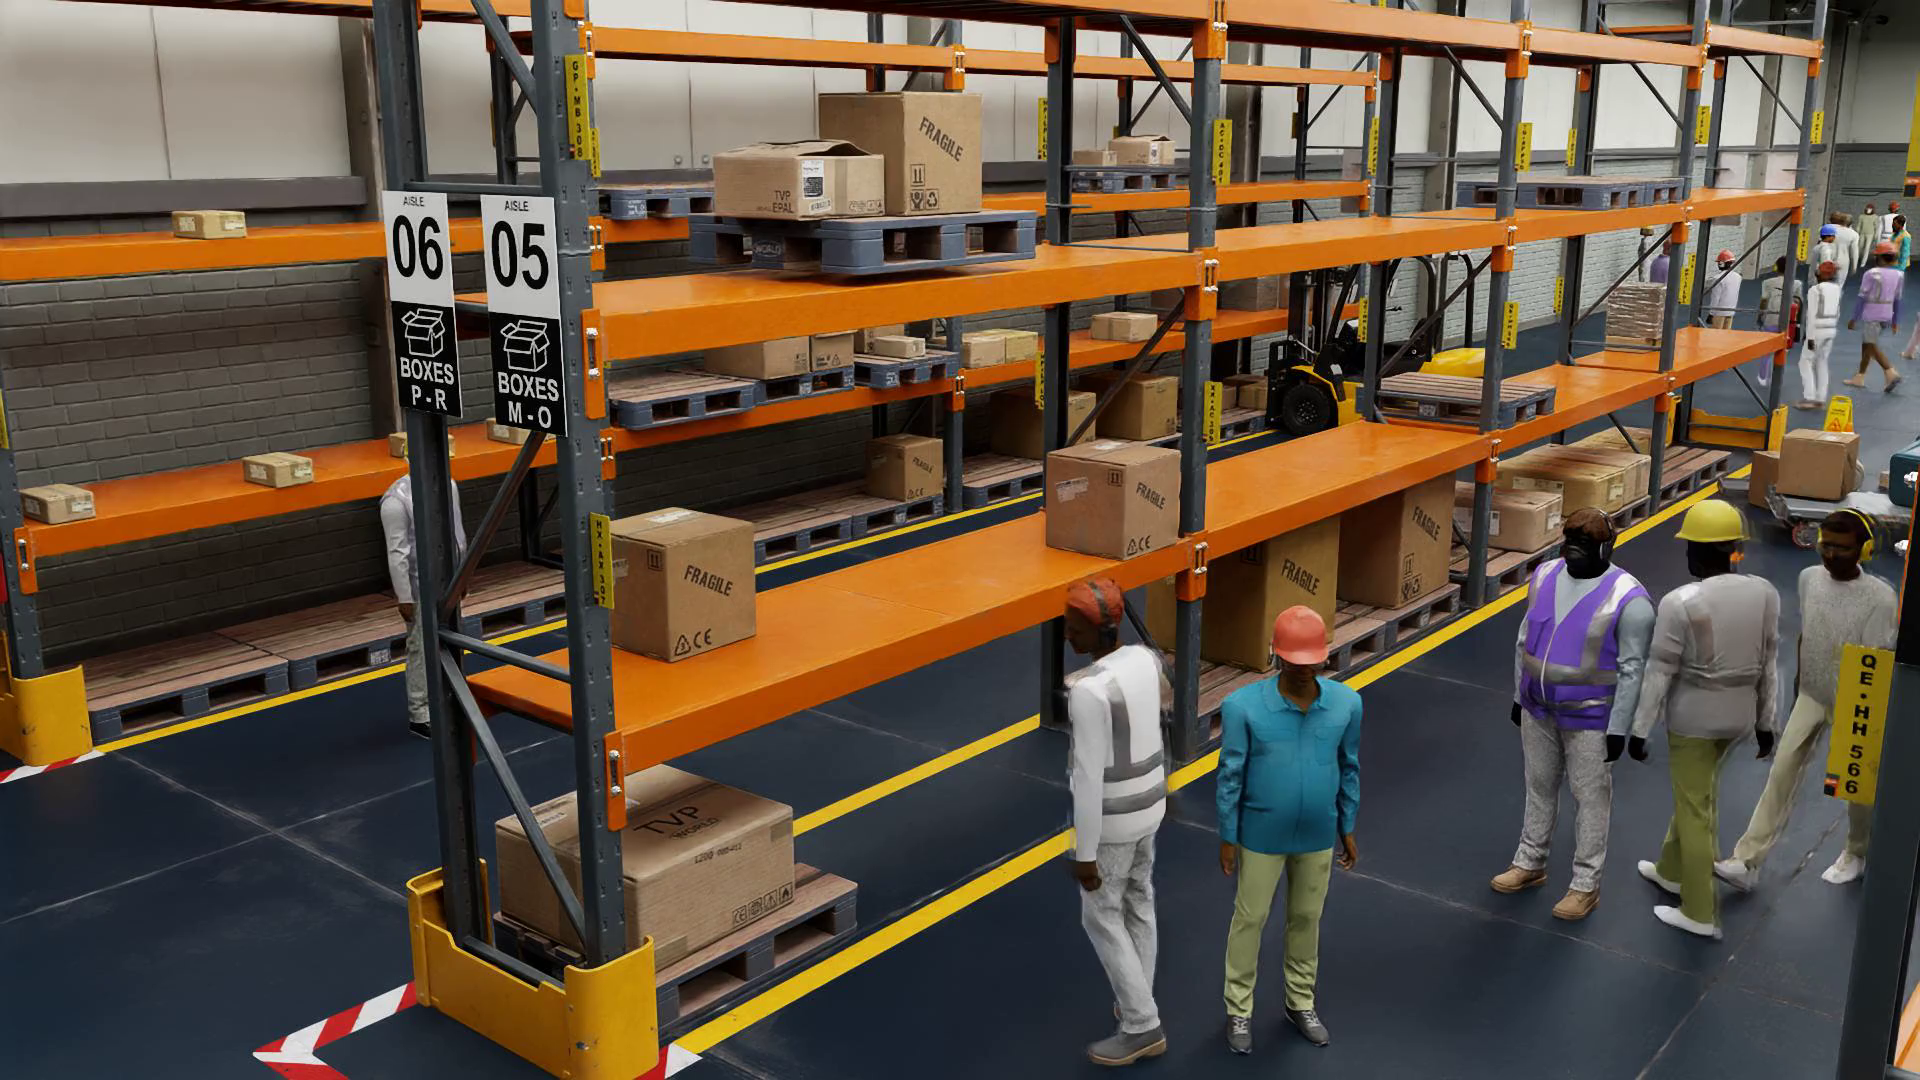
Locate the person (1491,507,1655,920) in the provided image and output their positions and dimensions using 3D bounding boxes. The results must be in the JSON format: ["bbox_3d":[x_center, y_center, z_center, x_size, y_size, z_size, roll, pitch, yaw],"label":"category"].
[{"bbox_3d":[2.709,0.757,7.394,0.429,1.847,0.626,-9,16,-33],"label":"person"}]

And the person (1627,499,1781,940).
[{"bbox_3d":[3.188,0.744,7.320,0.628,1.900,0.764,-5,15,-20],"label":"person"}]

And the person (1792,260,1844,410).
[{"bbox_3d":[10.840,-2.572,20.917,0.603,1.855,0.462,-5,15,-20],"label":"person"}]

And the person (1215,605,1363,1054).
[{"bbox_3d":[1.241,1.084,6.245,0.568,1.750,0.342,-2,14,-9],"label":"person"}]

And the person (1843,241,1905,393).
[{"bbox_3d":[12.396,-2.993,22.346,0.618,2.004,0.971,-5,15,-18],"label":"person"}]

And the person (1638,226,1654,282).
[{"bbox_3d":[13.269,-5.314,32.318,0.295,1.744,0.489,7,15,26],"label":"person"}]

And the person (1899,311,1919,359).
[{"bbox_3d":[14.767,-3.573,25.144,0.521,1.802,0.979,-2,14,-9],"label":"person"}]

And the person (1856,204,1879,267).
[{"bbox_3d":[23.558,-7.924,43.196,0.509,1.616,0.610,12,18,40],"label":"person"}]

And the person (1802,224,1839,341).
[{"bbox_3d":[14.244,-4.243,27.531,0.391,1.949,0.602,3,14,11],"label":"person"}]

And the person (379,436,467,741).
[{"bbox_3d":[-3.035,0.233,9.571,0.403,1.827,0.603,5,15,19],"label":"person"}]

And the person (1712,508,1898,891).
[{"bbox_3d":[3.894,0.747,7.508,0.981,1.808,0.528,-7,15,-27],"label":"person"}]

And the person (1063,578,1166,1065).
[{"bbox_3d":[0.623,1.037,6.223,0.388,1.872,0.744,9,17,33],"label":"person"}]

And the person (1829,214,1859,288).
[{"bbox_3d":[16.751,-5.239,31.654,0.622,1.912,0.661,-12,18,-40],"label":"person"}]

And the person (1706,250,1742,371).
[{"bbox_3d":[11.084,-3.335,24.239,0.569,1.749,0.342,-8,16,-28],"label":"person"}]

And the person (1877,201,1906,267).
[{"bbox_3d":[21.231,-6.772,37.961,0.574,1.886,0.356,10,17,35],"label":"person"}]

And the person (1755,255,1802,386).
[{"bbox_3d":[11.038,-2.921,22.436,0.564,1.815,1.009,5,15,20],"label":"person"}]

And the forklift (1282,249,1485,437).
[{"bbox_3d":[4.886,-2.214,18.767,2.313,2.155,1.214,11,18,38],"label":"forklift"}]

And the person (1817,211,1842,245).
[{"bbox_3d":[17.817,-5.788,34.034,0.564,1.846,0.393,6,15,23],"label":"person"}]
